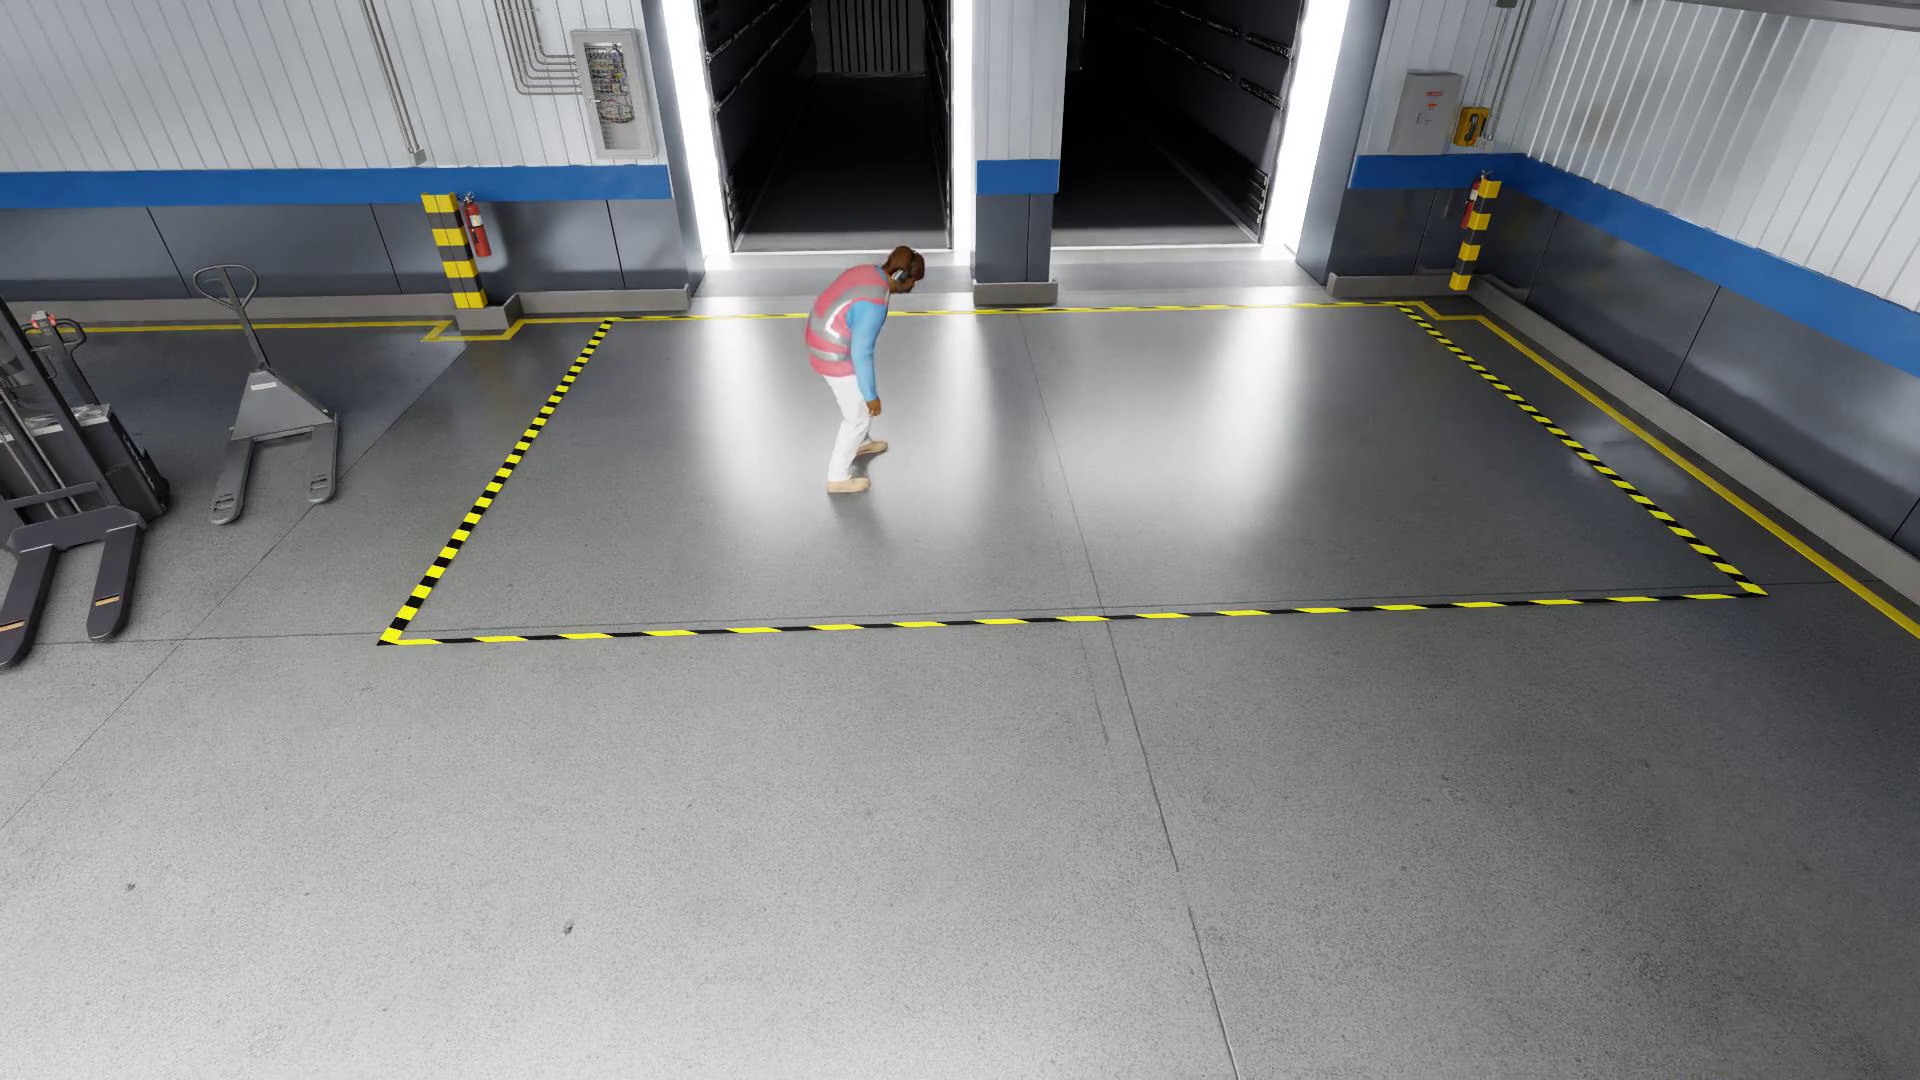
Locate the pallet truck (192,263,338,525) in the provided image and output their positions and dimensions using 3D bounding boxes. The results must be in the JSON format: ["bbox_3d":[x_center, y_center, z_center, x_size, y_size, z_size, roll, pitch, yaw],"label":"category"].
[{"bbox_3d":[-4.778,-1.027,6.128,0.680,1.201,1.601,-17,38,-23],"label":"pallet truck"}]

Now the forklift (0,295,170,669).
[{"bbox_3d":[-5.212,-0.618,4.878,0.823,1.965,1.885,-20,39,-26],"label":"forklift"}]

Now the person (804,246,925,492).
[{"bbox_3d":[-0.604,-1.127,5.994,0.782,1.572,0.831,-10,36,-14],"label":"person"}]
